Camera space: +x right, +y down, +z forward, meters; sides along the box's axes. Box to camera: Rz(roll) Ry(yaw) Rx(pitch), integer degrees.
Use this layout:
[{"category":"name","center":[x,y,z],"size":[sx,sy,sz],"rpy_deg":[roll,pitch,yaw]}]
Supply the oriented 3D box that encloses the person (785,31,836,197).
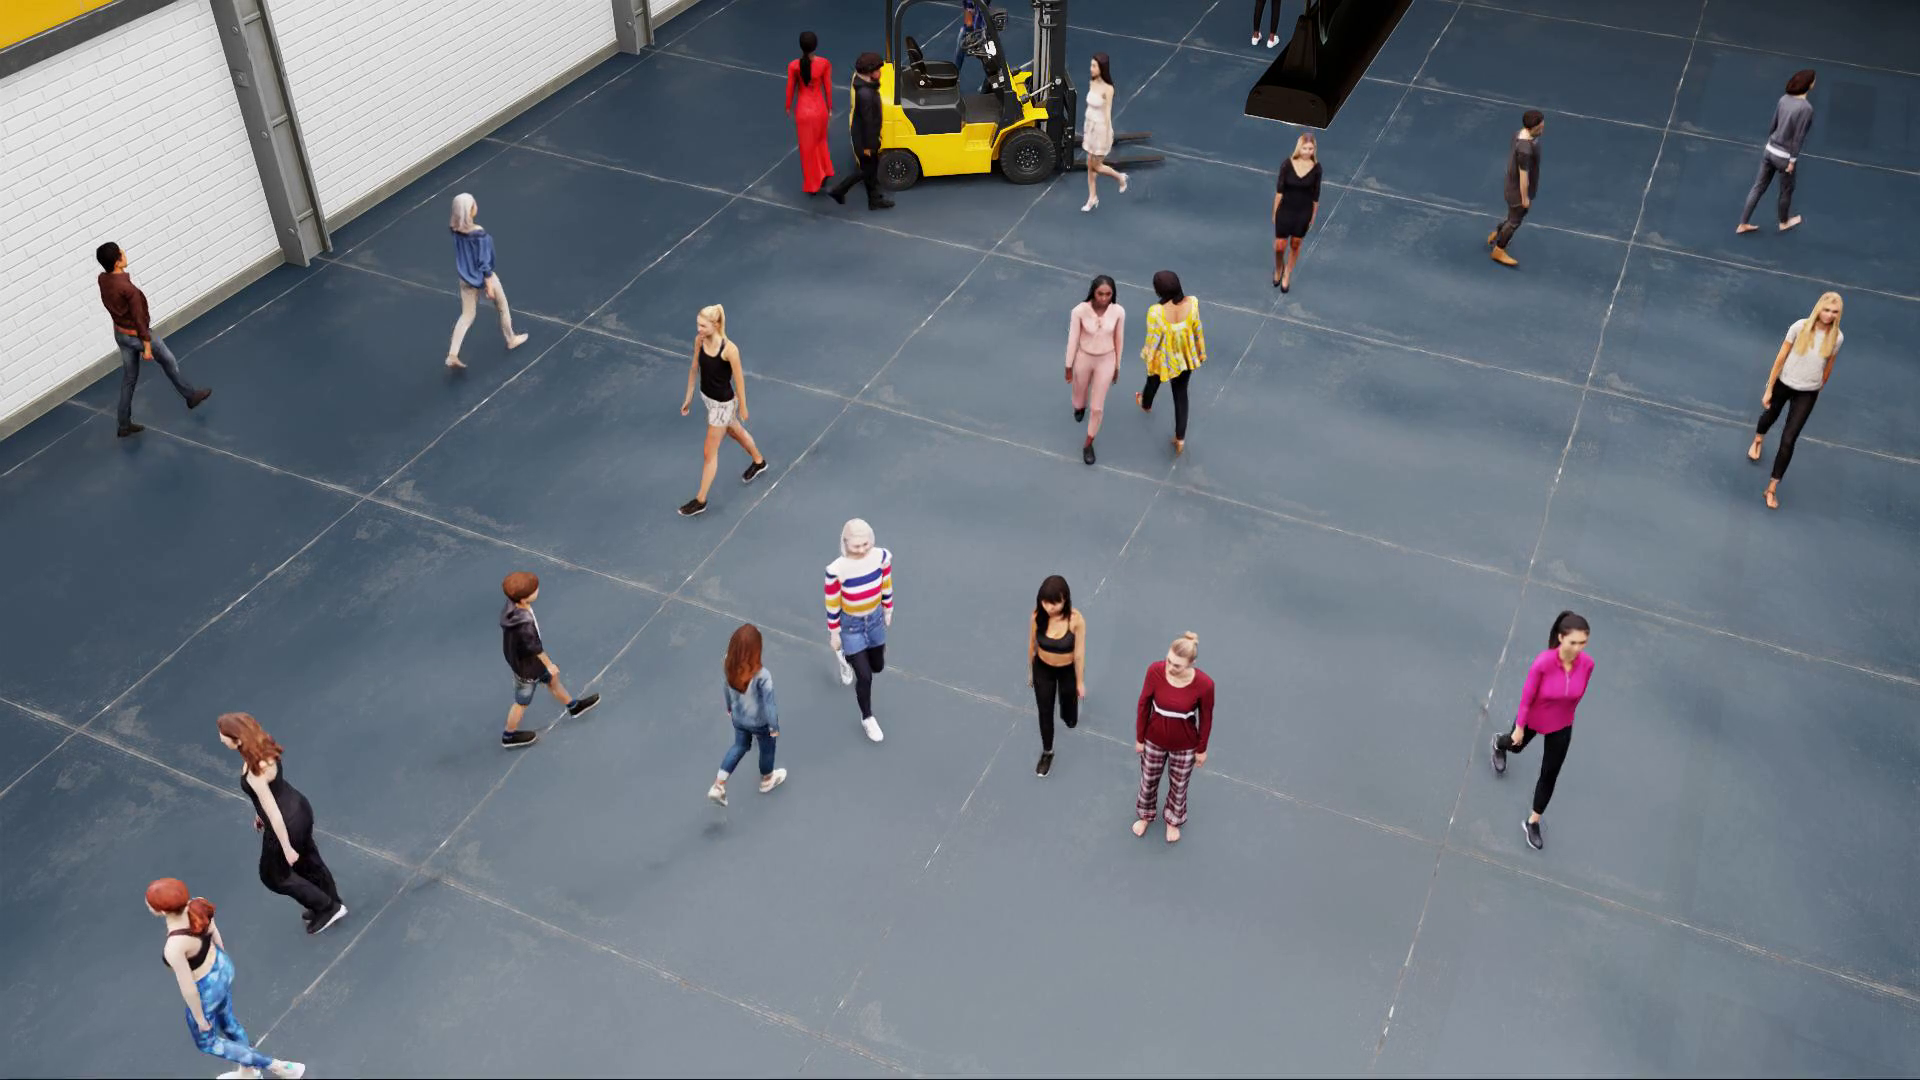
[{"category":"person","center":[-1.548,-4.453,17.565],"size":[0.792,1.772,0.856],"rpy_deg":[-16,41,-19]}]

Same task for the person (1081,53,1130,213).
[{"category":"person","center":[1.518,-4.238,17.327],"size":[0.909,1.723,0.819],"rpy_deg":[-18,42,-21]}]

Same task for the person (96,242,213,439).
[{"category":"person","center":[-7.065,-1.668,14.097],"size":[0.648,1.738,1.136],"rpy_deg":[17,42,21]}]

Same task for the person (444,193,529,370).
[{"category":"person","center":[-4.404,-2.282,14.937],"size":[0.709,1.659,1.167],"rpy_deg":[20,43,24]}]

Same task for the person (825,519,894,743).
[{"category":"person","center":[-0.709,0.530,11.304],"size":[1.017,1.787,1.015],"rpy_deg":[-20,43,-23]}]

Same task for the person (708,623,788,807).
[{"category":"person","center":[-1.391,1.180,10.752],"size":[0.675,1.461,0.888],"rpy_deg":[24,44,27]}]

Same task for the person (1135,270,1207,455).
[{"category":"person","center":[1.796,-1.457,13.943],"size":[1.093,1.600,1.184],"rpy_deg":[-9,39,-11]}]

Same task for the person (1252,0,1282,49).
[{"category":"person","center":[3.914,-7.079,20.879],"size":[0.596,1.729,0.555],"rpy_deg":[14,41,17]}]

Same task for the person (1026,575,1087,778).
[{"category":"person","center":[0.665,0.833,11.053],"size":[0.654,1.628,0.878],"rpy_deg":[9,39,11]}]

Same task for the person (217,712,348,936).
[{"category":"person","center":[-3.933,1.662,9.938],"size":[0.818,1.724,0.752],"rpy_deg":[-13,40,-16]}]

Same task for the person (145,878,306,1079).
[{"category":"person","center":[-3.938,2.433,8.940],"size":[0.779,1.776,0.846],"rpy_deg":[4,39,4]}]

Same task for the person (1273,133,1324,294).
[{"category":"person","center":[3.221,-3.175,16.042],"size":[0.635,1.665,0.655],"rpy_deg":[4,39,6]}]

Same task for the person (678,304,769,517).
[{"category":"person","center":[-1.870,-1.140,13.396],"size":[0.865,1.787,1.263],"rpy_deg":[31,48,33]}]

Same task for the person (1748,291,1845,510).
[{"category":"person","center":[6.752,-1.250,13.538],"size":[0.636,1.782,1.189],"rpy_deg":[14,41,16]}]

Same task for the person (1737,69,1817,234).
[{"category":"person","center":[8.283,-3.907,16.895],"size":[1.031,1.745,0.954],"rpy_deg":[-14,41,-17]}]

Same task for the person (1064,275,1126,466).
[{"category":"person","center":[1.110,-1.484,13.895],"size":[0.883,1.703,1.035],"rpy_deg":[0,39,0]}]

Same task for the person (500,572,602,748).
[{"category":"person","center":[-2.977,0.840,11.222],"size":[1.016,1.406,0.909],"rpy_deg":[-17,42,-20]}]

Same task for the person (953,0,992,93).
[{"category":"person","center":[0.233,-6.035,19.687],"size":[1.095,1.585,0.943],"rpy_deg":[-23,44,-26]}]

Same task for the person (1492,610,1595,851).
[{"category":"person","center":[3.715,1.103,10.691],"size":[0.925,1.668,1.199],"rpy_deg":[-1,39,-1]}]

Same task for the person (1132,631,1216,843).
[{"category":"person","center":[1.334,1.240,10.485],"size":[0.641,1.701,0.541],"rpy_deg":[10,40,12]}]

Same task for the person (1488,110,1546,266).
[{"category":"person","center":[5.538,-3.515,16.457],"size":[0.848,1.679,0.563],"rpy_deg":[5,39,6]}]

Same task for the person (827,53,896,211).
[{"category":"person","center":[-1.053,-4.185,17.235],"size":[0.983,1.755,1.010],"rpy_deg":[-4,39,-6]}]
